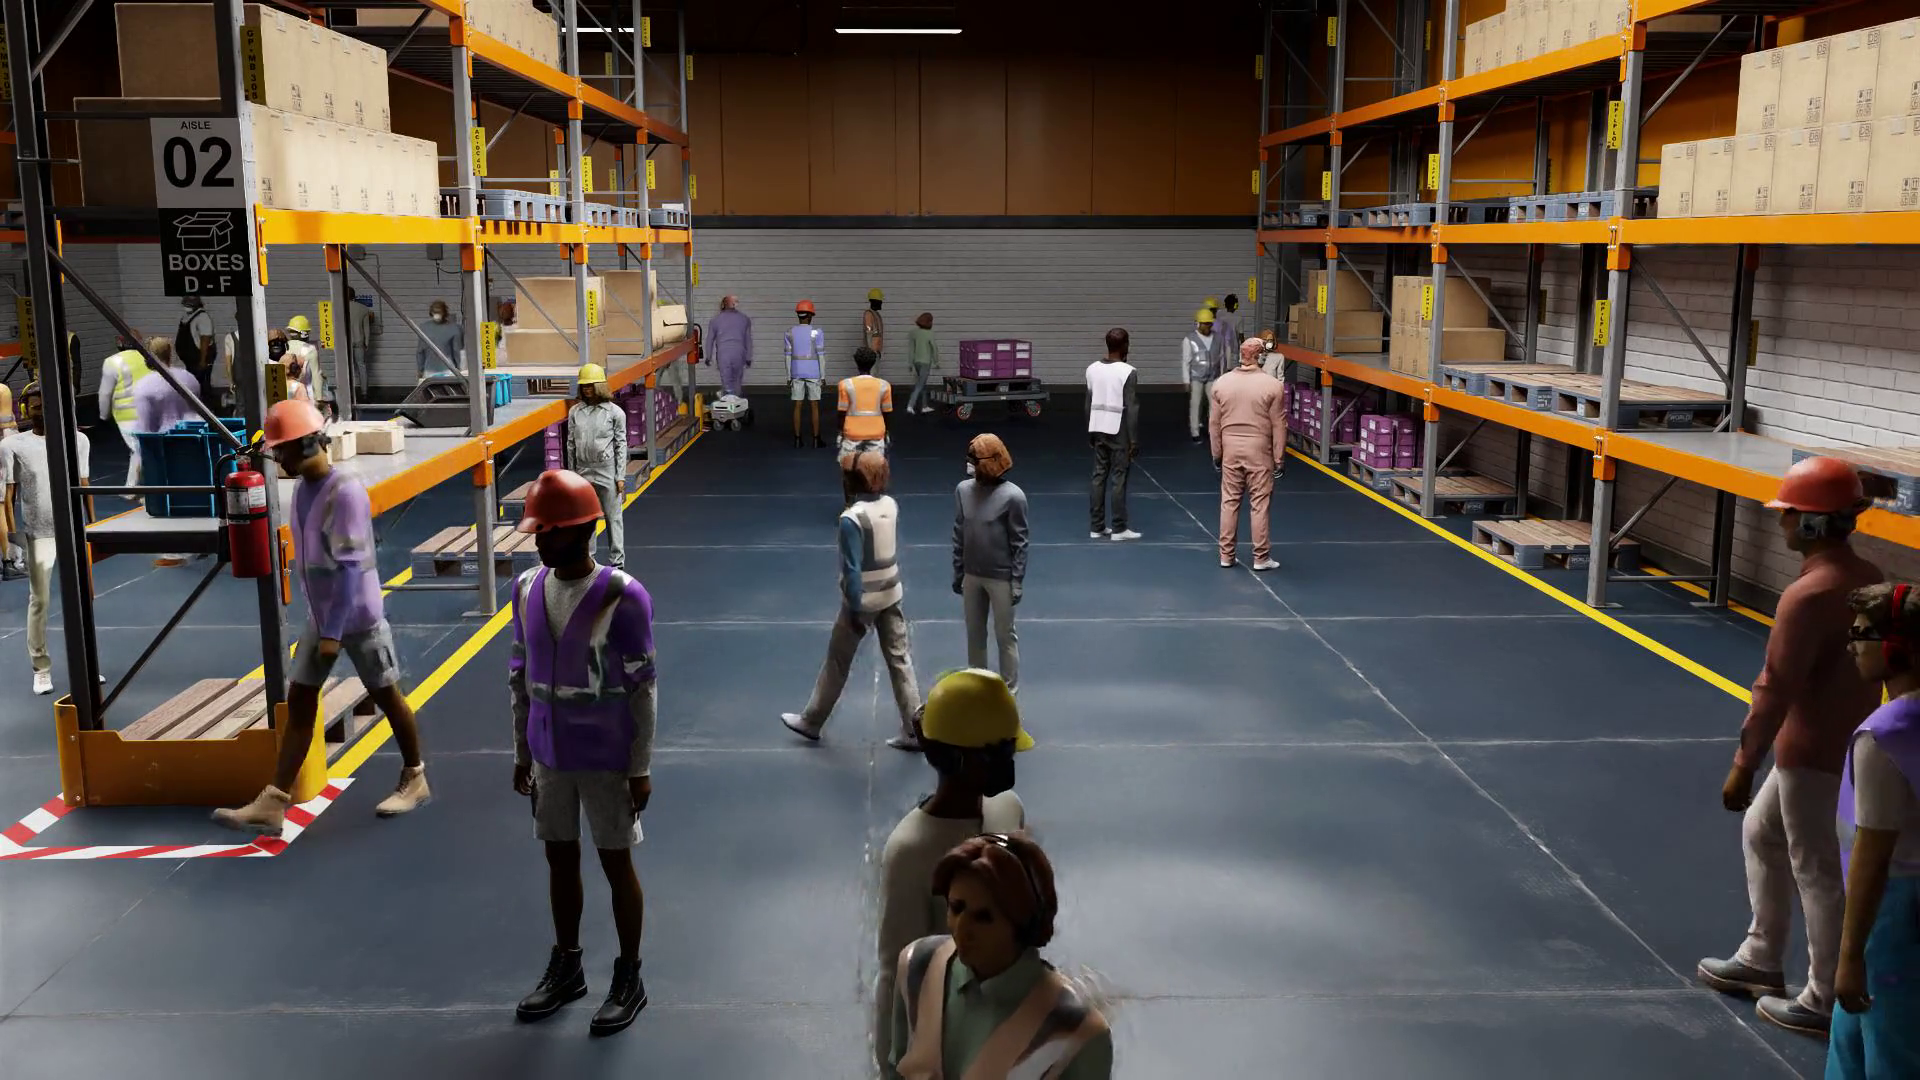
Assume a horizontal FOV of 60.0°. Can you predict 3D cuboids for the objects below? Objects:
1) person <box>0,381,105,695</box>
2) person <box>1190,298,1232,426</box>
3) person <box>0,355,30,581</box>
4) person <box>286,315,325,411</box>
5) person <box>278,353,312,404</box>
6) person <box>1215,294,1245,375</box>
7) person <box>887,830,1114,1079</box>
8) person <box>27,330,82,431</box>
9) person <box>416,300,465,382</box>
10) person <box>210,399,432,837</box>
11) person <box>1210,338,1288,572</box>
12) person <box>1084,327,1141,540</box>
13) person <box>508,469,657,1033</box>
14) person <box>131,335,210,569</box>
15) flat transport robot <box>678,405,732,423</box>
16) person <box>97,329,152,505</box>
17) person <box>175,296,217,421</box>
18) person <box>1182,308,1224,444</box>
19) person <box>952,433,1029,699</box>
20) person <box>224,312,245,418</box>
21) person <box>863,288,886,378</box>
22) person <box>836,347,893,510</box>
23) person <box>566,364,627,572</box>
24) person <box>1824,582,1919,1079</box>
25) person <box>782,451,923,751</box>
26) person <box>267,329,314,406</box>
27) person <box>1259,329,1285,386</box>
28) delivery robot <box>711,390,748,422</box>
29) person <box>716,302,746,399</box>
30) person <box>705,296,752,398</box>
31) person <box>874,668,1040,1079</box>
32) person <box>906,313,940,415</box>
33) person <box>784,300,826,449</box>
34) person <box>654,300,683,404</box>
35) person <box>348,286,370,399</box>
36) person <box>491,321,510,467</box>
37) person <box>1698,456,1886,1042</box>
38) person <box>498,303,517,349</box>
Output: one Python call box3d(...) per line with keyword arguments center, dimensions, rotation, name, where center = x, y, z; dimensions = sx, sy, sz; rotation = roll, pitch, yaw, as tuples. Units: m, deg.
box3d(center=(-5.413, -0.023, 9.955), dimensions=(0.313, 1.869, 0.538), rotation=(10, 14, 43), name="person")
box3d(center=(3.603, -2.525, 23.953), dimensions=(0.617, 1.870, 0.816), rotation=(1, 10, 3), name="person")
box3d(center=(-7.693, -0.640, 13.204), dimensions=(0.551, 1.934, 0.372), rotation=(1, 10, 8), name="person")
box3d(center=(-7.632, -1.686, 19.321), dimensions=(0.600, 1.829, 0.404), rotation=(3, 11, 19), name="person")
box3d(center=(-6.293, -0.944, 15.725), dimensions=(0.512, 1.640, 0.311), rotation=(7, 12, 33), name="person")
box3d(center=(4.210, -2.897, 25.961), dimensions=(0.531, 1.870, 0.318), rotation=(5, 11, 26), name="person")
box3d(center=(0.115, 1.308, 3.204), dimensions=(0.519, 1.623, 0.583), rotation=(10, 14, 43), name="person")
box3d(center=(-11.435, -1.993, 21.007), dimensions=(0.621, 1.844, 0.429), rotation=(-2, 10, -12), name="person")
box3d(center=(-6.893, -2.232, 22.113), dimensions=(0.646, 1.920, 0.482), rotation=(0, 10, 0), name="person")
box3d(center=(-2.902, 0.361, 7.507), dimensions=(0.641, 1.964, 1.070), rotation=(8, 13, 37), name="person")
box3d(center=(2.373, -0.699, 13.620), dimensions=(0.652, 1.904, 0.402), rotation=(6, 12, 32), name="person")
box3d(center=(1.370, -0.955, 15.008), dimensions=(0.373, 1.916, 0.596), rotation=(-9, 14, -42), name="person")
box3d(center=(-1.298, 0.719, 5.631), dimensions=(0.551, 1.935, 0.375), rotation=(4, 11, 22), name="person")
box3d(center=(-6.476, -0.707, 13.591), dimensions=(0.444, 1.929, 0.649), rotation=(4, 11, 20), name="person")
box3d(center=(-3.983, -1.887, 24.791), dimensions=(1.431, 0.197, 0.652), rotation=(4, 11, 19), name="flat transport robot")
box3d(center=(-8.527, -1.262, 17.039), dimensions=(0.876, 1.796, 0.616), rotation=(5, 11, 24), name="person")
box3d(center=(-11.376, -2.768, 24.766), dimensions=(0.572, 2.000, 0.780), rotation=(-9, 14, -42), name="person")
box3d(center=(3.231, -2.138, 21.908), dimensions=(0.625, 1.803, 0.680), rotation=(-3, 11, -15), name="person")
box3d(center=(0.158, 0.216, 9.281), dimensions=(0.501, 1.631, 0.285), rotation=(8, 13, 39), name="person")
box3d(center=(-9.006, -1.999, 21.038), dimensions=(0.505, 1.842, 0.345), rotation=(1, 10, 3), name="person")
box3d(center=(-1.383, -3.116, 27.020), dimensions=(0.375, 1.925, 0.595), rotation=(2, 10, 9), name="person")
box3d(center=(-0.903, -0.986, 15.803), dimensions=(0.555, 1.690, 0.318), rotation=(-3, 11, -17), name="person")
box3d(center=(-2.840, -0.503, 12.982), dimensions=(0.489, 1.744, 0.295), rotation=(2, 10, 12), name="person")
box3d(center=(2.539, 1.019, 4.338), dimensions=(0.593, 1.813, 0.830), rotation=(-8, 13, -39), name="person")
box3d(center=(-0.534, 0.319, 8.809), dimensions=(0.837, 1.594, 0.524), rotation=(6, 12, 32), name="person")
box3d(center=(-6.578, -1.118, 16.134), dimensions=(0.624, 1.844, 0.429), rotation=(-5, 11, -26), name="person")
box3d(center=(3.698, -1.744, 20.223), dimensions=(0.497, 1.629, 0.276), rotation=(-1, 10, -6), name="person")
box3d(center=(-3.297, -1.901, 23.815), dimensions=(0.477, 0.478, 0.707), rotation=(2, 10, 12), name="delivery robot")
box3d(center=(-3.610, -2.867, 25.917), dimensions=(0.698, 1.827, 0.595), rotation=(9, 14, 42), name="person")
box3d(center=(-3.538, -2.789, 25.392), dimensions=(0.674, 1.847, 0.967), rotation=(-4, 11, -20), name="person")
box3d(center=(0.005, 1.133, 3.901), dimensions=(0.815, 1.733, 0.539), rotation=(6, 12, 32), name="person")
box3d(center=(-0.611, -2.744, 25.892), dimensions=(0.495, 1.592, 0.794), rotation=(10, 14, 44), name="person")
box3d(center=(-2.000, -2.146, 21.617), dimensions=(0.542, 1.928, 0.374), rotation=(2, 10, 10), name="person")
box3d(center=(-4.644, -2.831, 25.823), dimensions=(0.613, 1.775, 0.894), rotation=(7, 12, 33), name="person")
box3d(center=(-10.313, -3.333, 28.200), dimensions=(0.630, 1.940, 0.372), rotation=(-9, 13, -41), name="person")
box3d(center=(-5.501, -1.710, 19.687), dimensions=(0.526, 1.754, 0.416), rotation=(-1, 10, -5), name="person")
box3d(center=(2.786, 0.695, 5.652), dimensions=(0.644, 1.968, 0.726), rotation=(-10, 14, -44), name="person")
box3d(center=(-6.289, -2.384, 23.206), dimensions=(0.579, 1.830, 0.985), rotation=(2, 10, 11), name="person")
